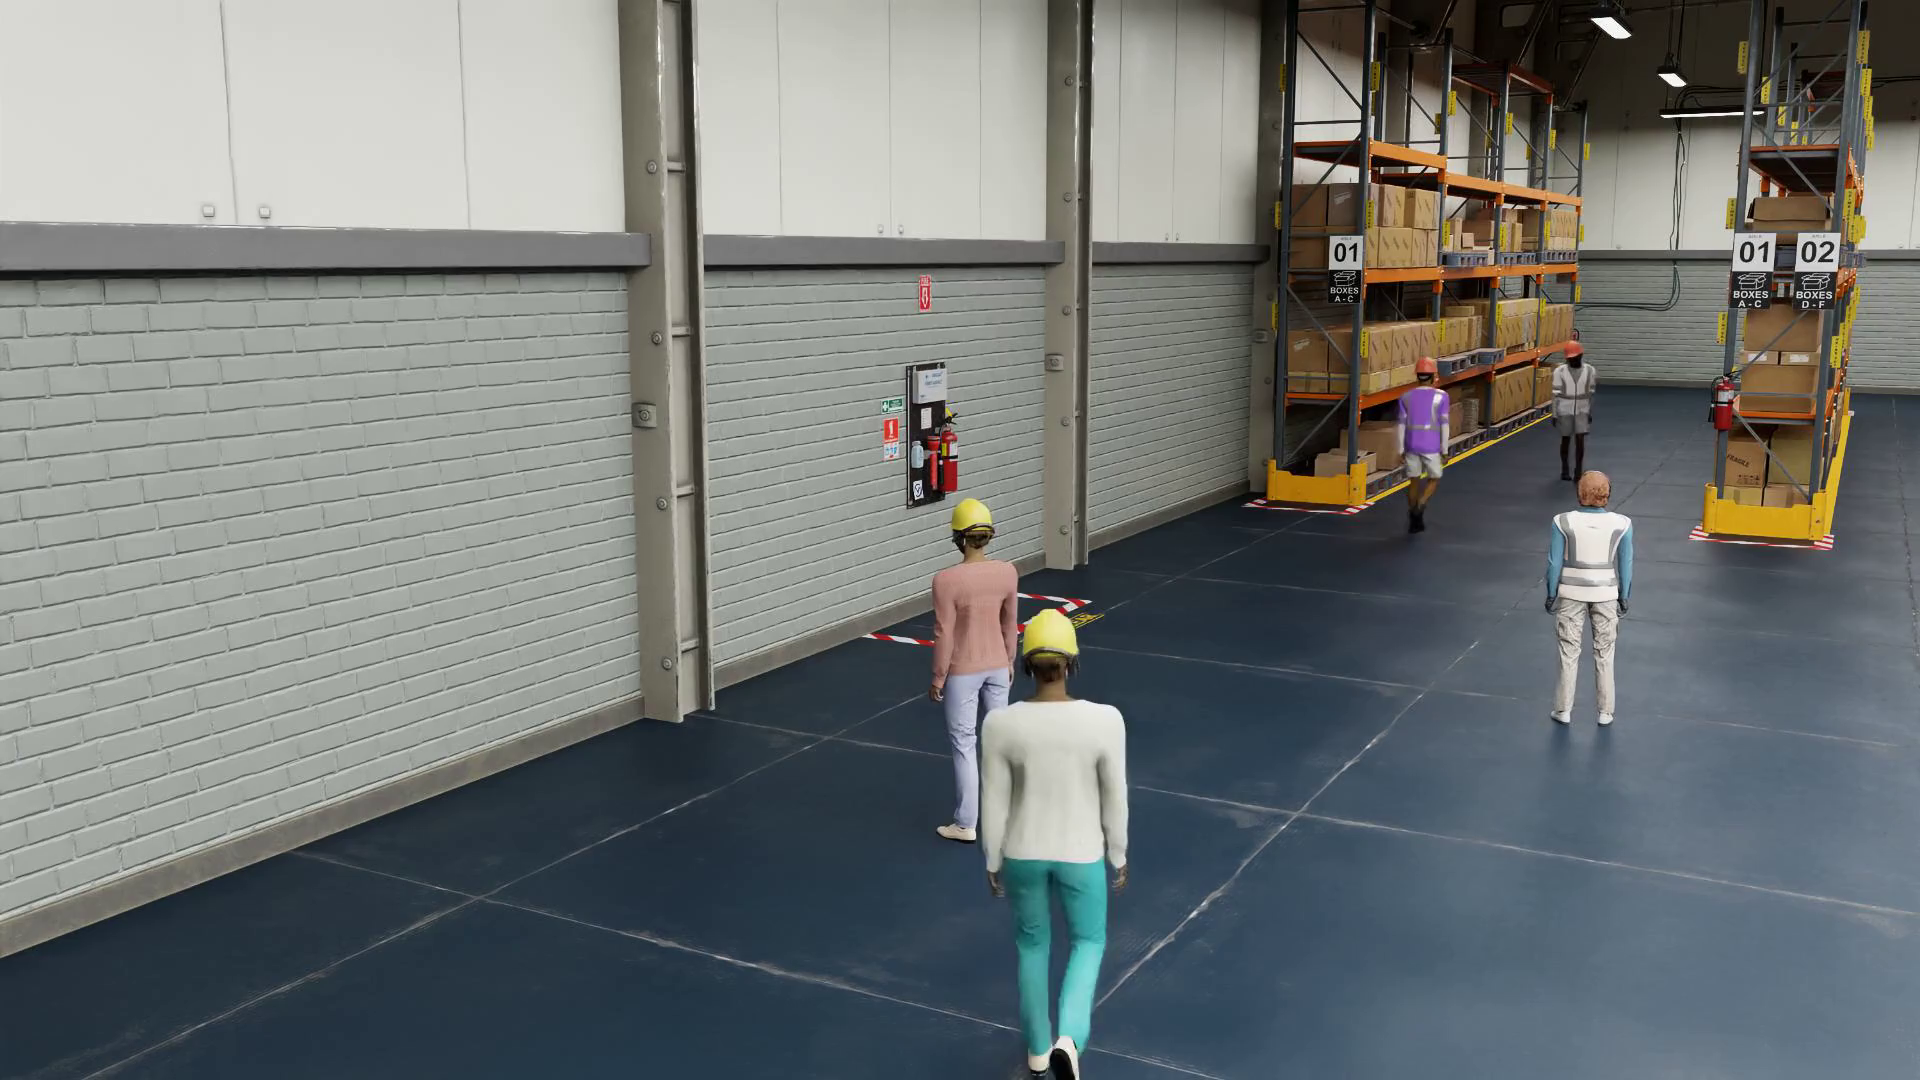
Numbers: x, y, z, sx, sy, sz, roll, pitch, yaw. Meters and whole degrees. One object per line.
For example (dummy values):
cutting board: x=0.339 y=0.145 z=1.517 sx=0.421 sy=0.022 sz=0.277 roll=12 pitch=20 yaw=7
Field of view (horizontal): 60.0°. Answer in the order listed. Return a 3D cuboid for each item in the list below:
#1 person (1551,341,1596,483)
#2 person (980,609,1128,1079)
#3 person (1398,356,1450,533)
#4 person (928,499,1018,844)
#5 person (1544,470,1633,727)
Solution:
person: x=8.092 y=-1.687 z=21.954 sx=0.562 sy=1.880 sz=0.886 roll=2 pitch=10 yaw=14
person: x=0.324 y=1.125 z=5.901 sx=0.532 sy=1.750 sz=0.551 roll=1 pitch=10 yaw=8
person: x=4.968 y=-1.006 z=17.880 sx=0.568 sy=1.920 sz=0.517 roll=6 pitch=12 yaw=33
person: x=0.062 y=0.667 z=8.537 sx=0.531 sy=1.767 sz=0.328 roll=-7 pitch=12 yaw=-35
person: x=4.001 y=0.377 z=10.608 sx=0.523 sy=1.638 sz=0.311 roll=2 pitch=10 yaw=12
